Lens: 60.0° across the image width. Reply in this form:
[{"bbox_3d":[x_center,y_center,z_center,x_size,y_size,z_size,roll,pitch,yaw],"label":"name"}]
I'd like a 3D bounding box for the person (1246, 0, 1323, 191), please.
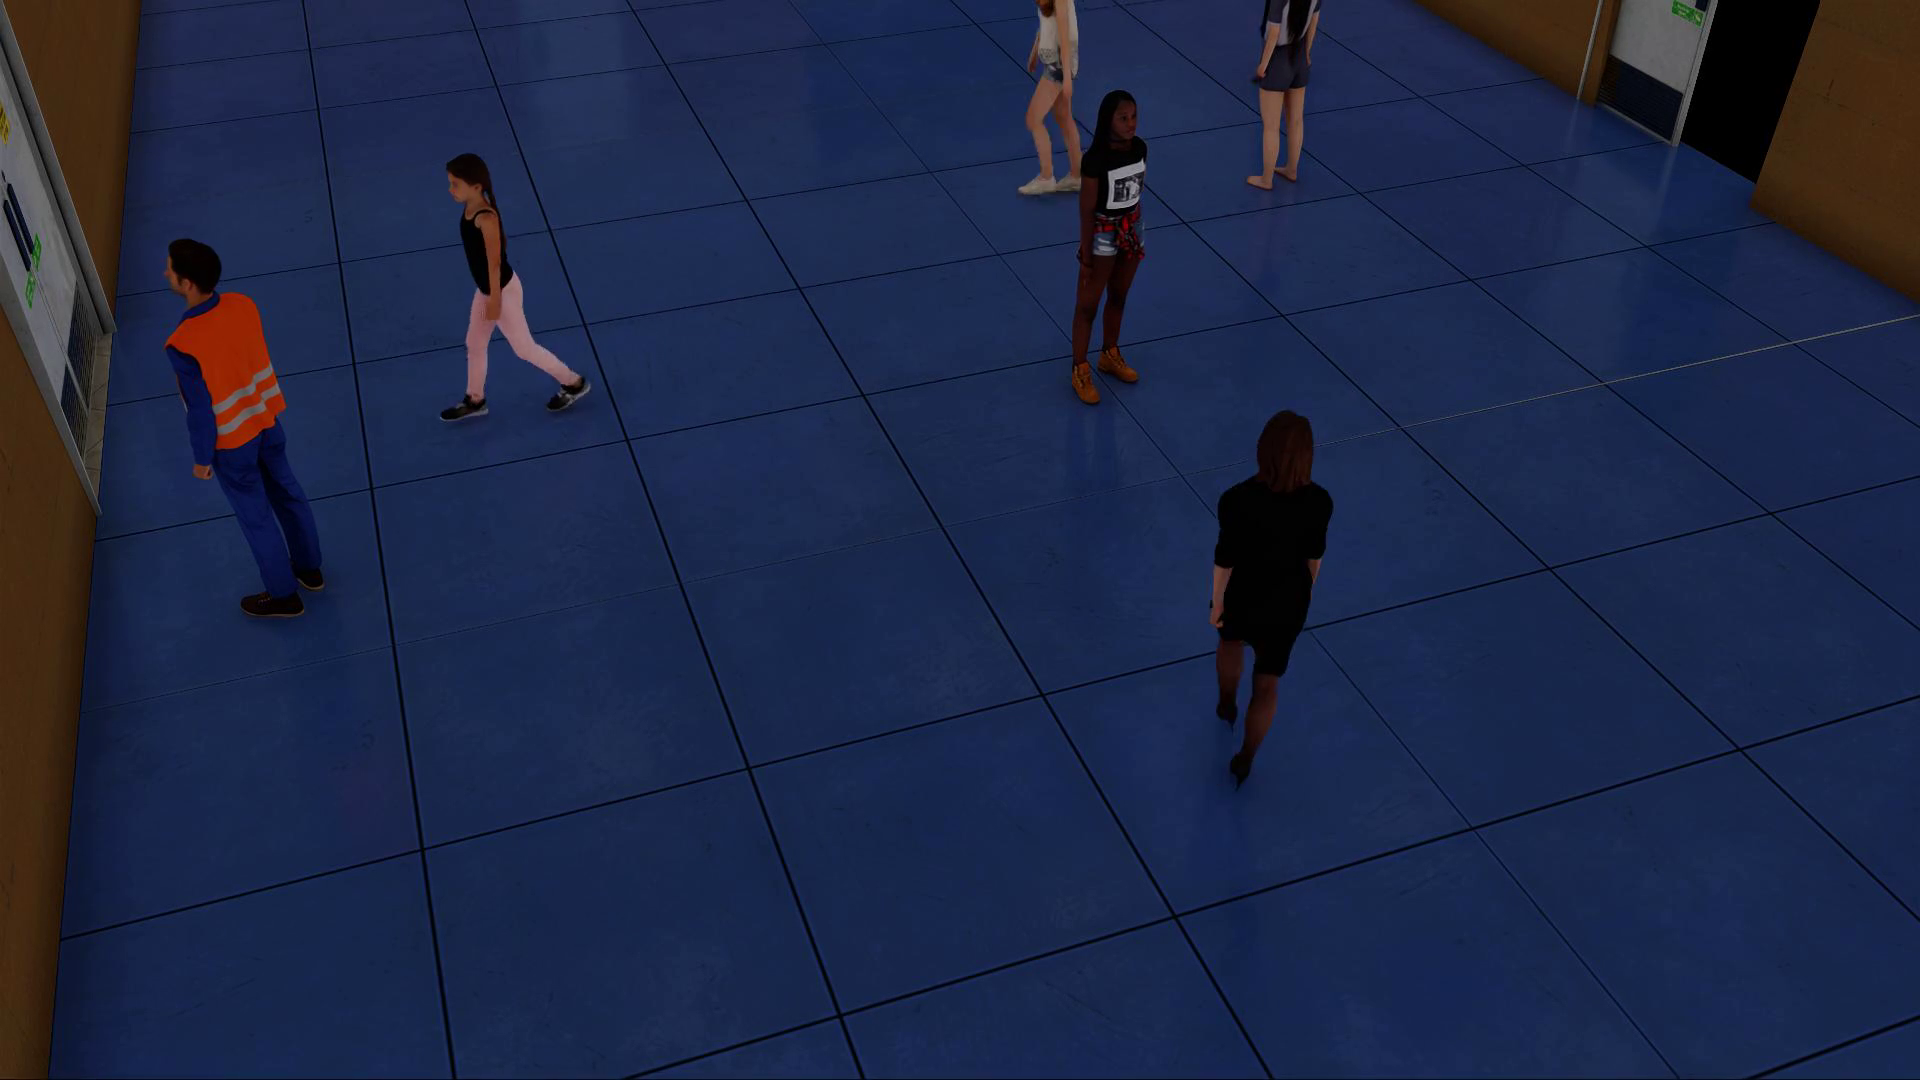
[{"bbox_3d":[2.183,-3.149,11.085,0.535,1.651,0.700,-22,42,-26],"label":"person"}]

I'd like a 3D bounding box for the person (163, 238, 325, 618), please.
[{"bbox_3d":[-3.176,-0.477,7.348,0.810,1.864,0.785,10,38,12],"label":"person"}]

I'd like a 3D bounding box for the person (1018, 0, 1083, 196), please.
[{"bbox_3d":[0.740,-3.079,10.916,0.805,1.741,0.758,0,37,-1],"label":"person"}]

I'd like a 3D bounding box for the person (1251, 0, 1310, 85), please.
[{"bbox_3d":[2.563,-4.284,12.541,0.942,1.719,0.863,-28,45,-32],"label":"person"}]

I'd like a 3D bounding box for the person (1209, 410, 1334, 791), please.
[{"bbox_3d":[1.186,0.307,6.438,0.800,1.685,0.808,2,37,2],"label":"person"}]

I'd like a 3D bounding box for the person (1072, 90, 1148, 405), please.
[{"bbox_3d":[0.805,-1.587,8.940,0.650,1.728,0.754,-28,45,-32],"label":"person"}]

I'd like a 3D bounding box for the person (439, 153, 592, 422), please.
[{"bbox_3d":[-2.349,-1.304,8.733,1.055,1.523,0.614,-17,40,-21],"label":"person"}]
